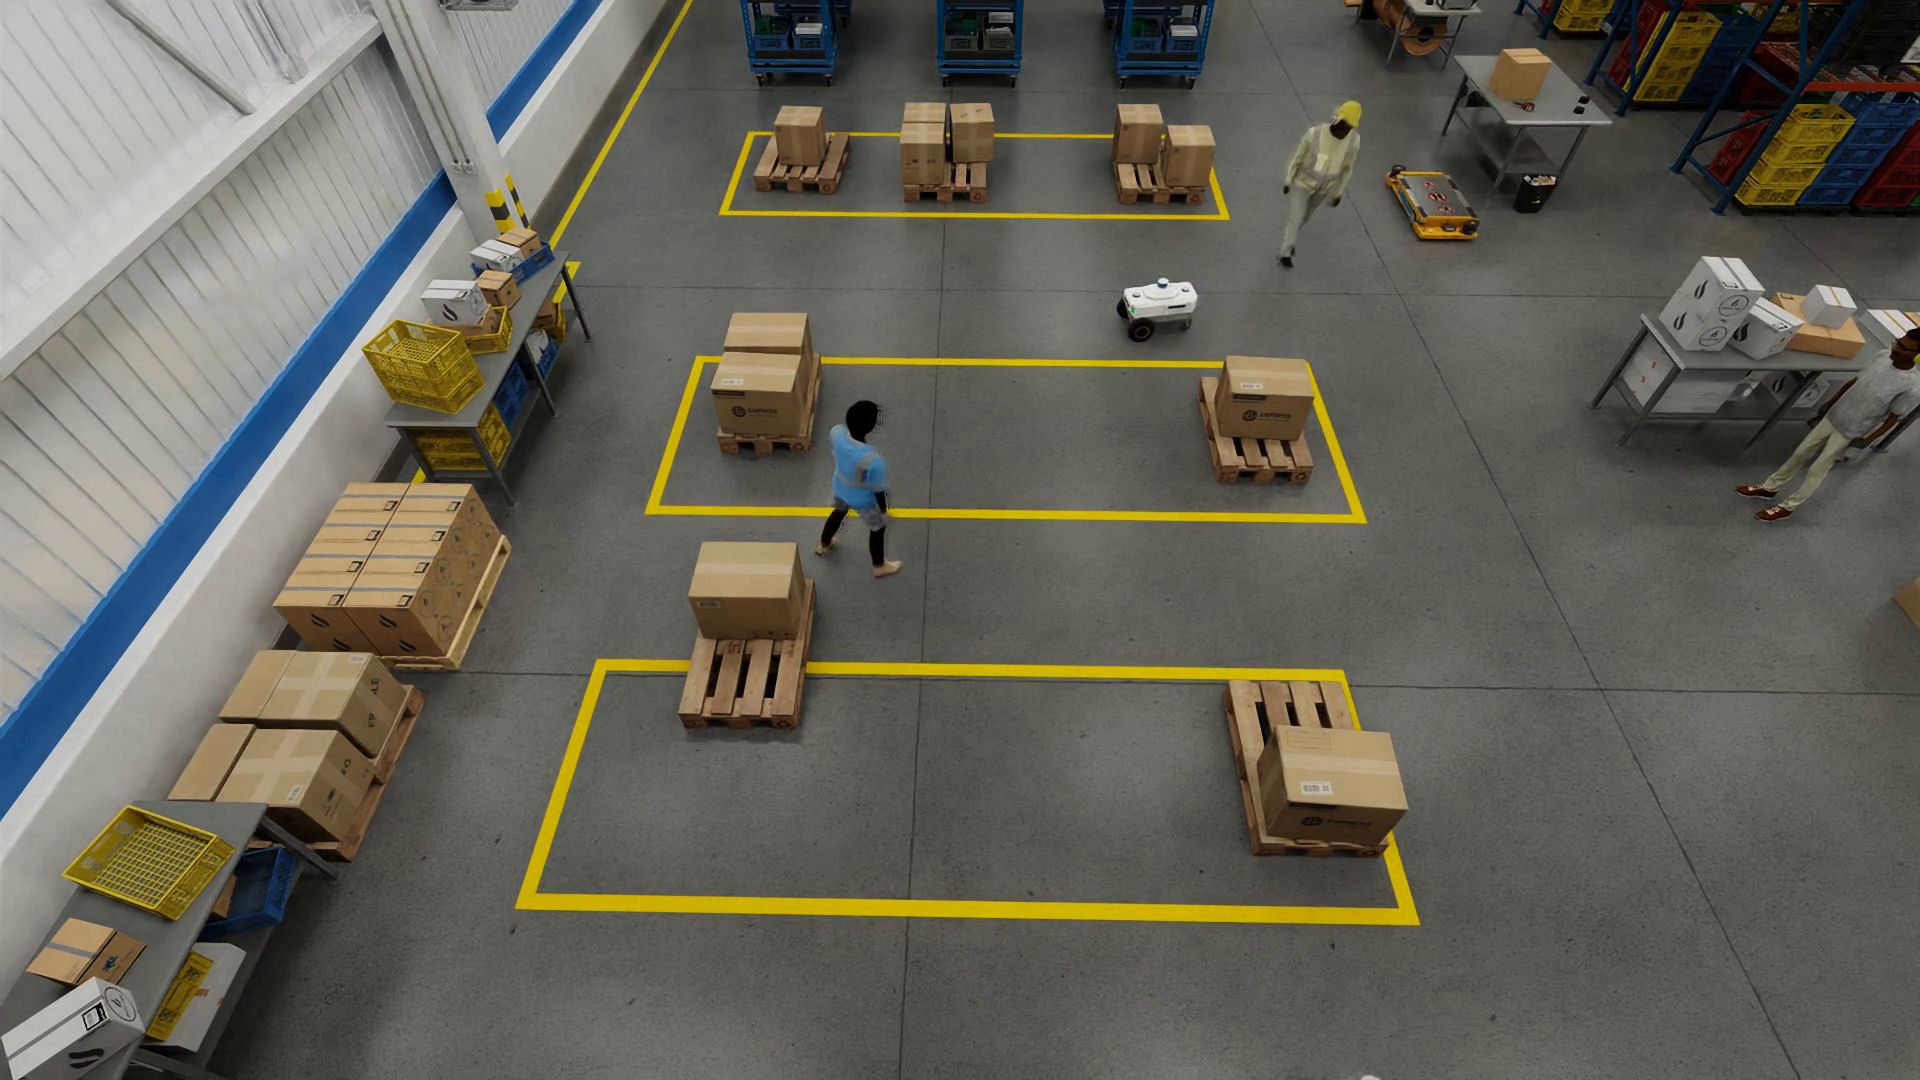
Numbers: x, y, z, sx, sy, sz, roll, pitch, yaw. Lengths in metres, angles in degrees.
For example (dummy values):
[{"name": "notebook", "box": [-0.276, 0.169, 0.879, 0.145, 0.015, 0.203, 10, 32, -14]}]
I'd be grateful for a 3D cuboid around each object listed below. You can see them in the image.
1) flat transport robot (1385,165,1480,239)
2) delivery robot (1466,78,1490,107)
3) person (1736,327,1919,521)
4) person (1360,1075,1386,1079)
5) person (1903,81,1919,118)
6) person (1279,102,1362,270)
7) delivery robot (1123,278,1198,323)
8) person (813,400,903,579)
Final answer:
[{"name": "flat transport robot", "box": [5.692, -4.094, 11.059, 0.652, 0.197, 1.431, 1, 49, 1]}, {"name": "delivery robot", "box": [7.380, -6.409, 12.817, 0.477, 0.478, 0.707, 1, 49, 1]}, {"name": "person", "box": [6.958, -0.888, 7.235, 0.309, 1.868, 0.535, 1, 49, 1]}, {"name": "person", "box": [1.761, 2.831, 4.020, 1.050, 1.855, 0.600, 13, 50, 11]}, {"name": "person", "box": [12.157, -5.756, 11.440, 0.355, 1.882, 0.575, 15, 51, 13]}, {"name": "person", "box": [3.815, -3.779, 9.788, 0.620, 1.788, 0.705, 0, 49, 0]}, {"name": "delivery robot", "box": [2.045, -2.446, 9.380, 0.707, 0.478, 0.477, -8, 49, -5]}, {"name": "person", "box": [-0.827, -0.360, 6.907, 0.730, 1.672, 0.478, 37, 58, 27]}]
